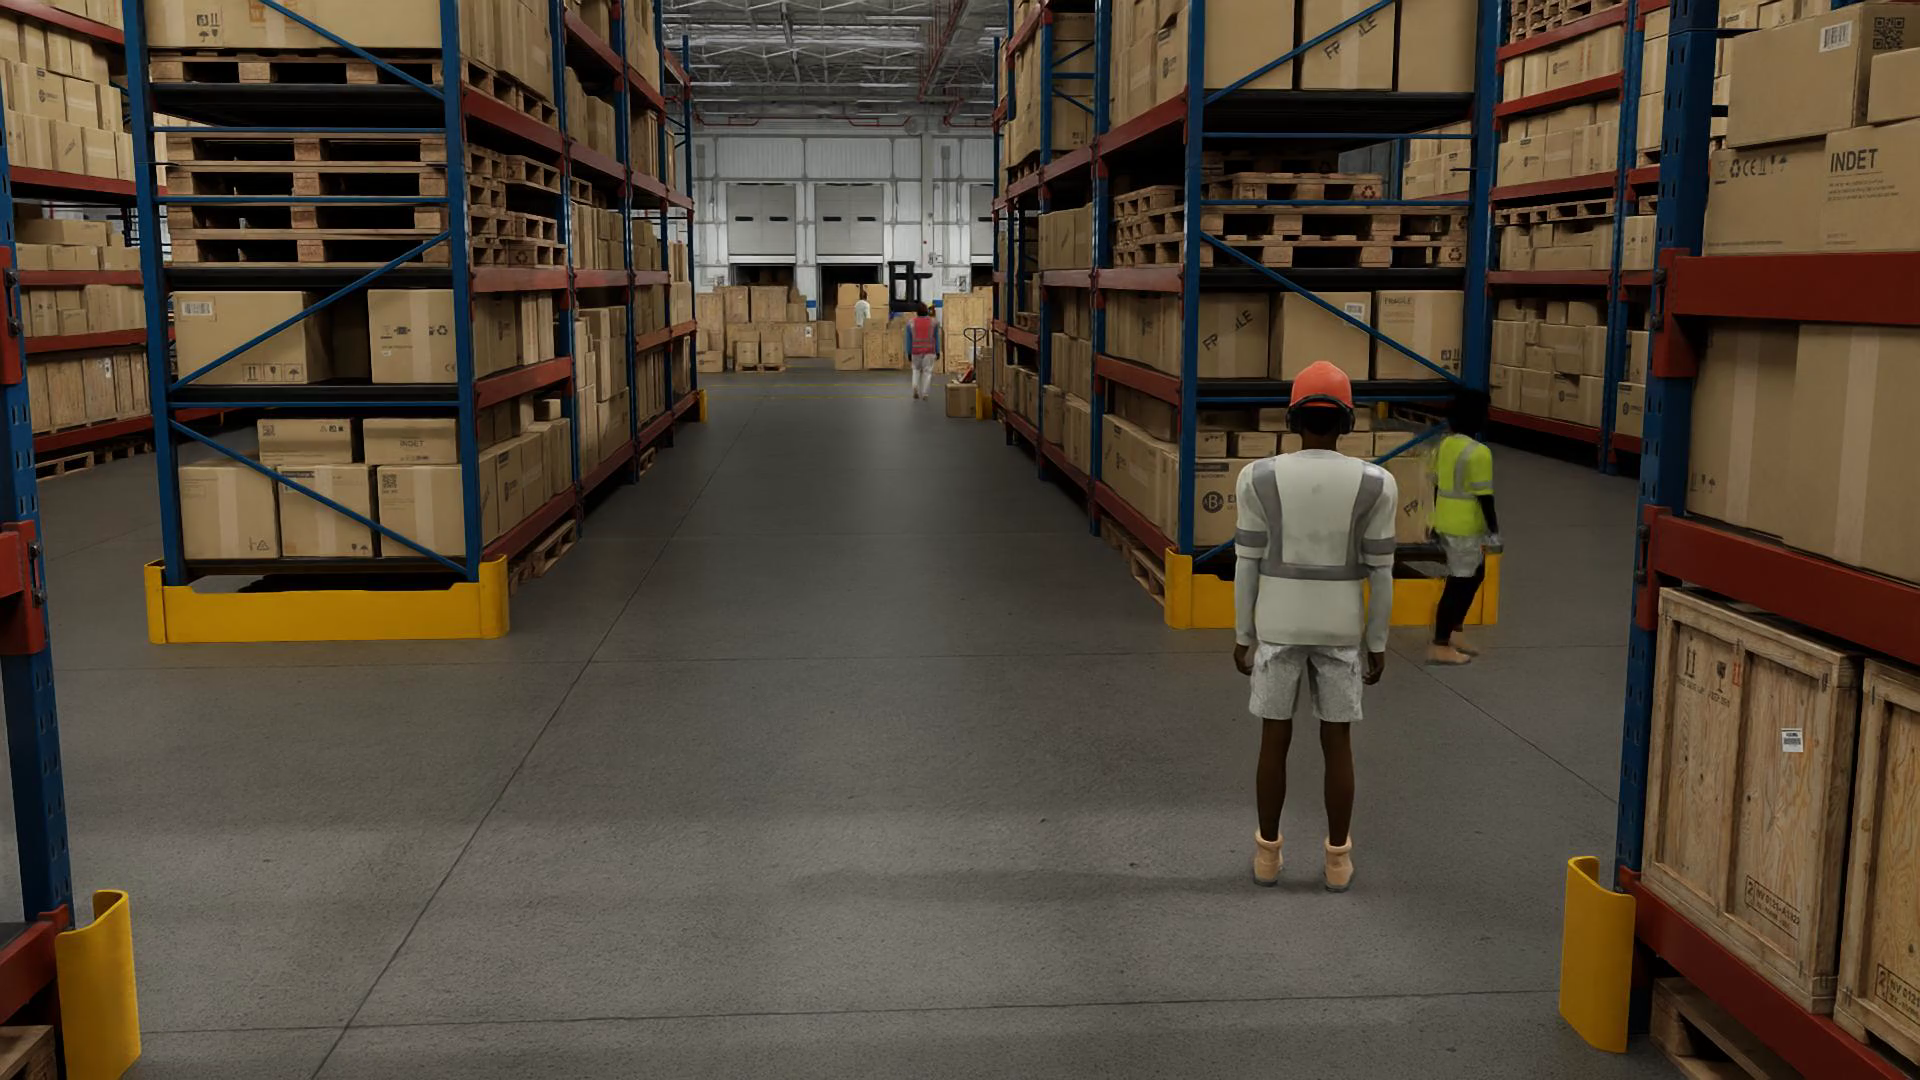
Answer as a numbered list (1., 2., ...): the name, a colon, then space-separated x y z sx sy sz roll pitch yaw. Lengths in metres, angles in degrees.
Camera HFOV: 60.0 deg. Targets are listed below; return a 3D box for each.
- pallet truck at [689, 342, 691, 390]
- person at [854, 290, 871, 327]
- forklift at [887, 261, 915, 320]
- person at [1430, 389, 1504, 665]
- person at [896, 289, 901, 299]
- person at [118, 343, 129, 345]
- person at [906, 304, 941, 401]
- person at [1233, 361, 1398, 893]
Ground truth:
1. pallet truck: -5.225 -3.008 27.480 1.885 1.965 0.823 2 9 14
2. person: -2.647 -5.870 45.639 0.357 1.937 0.637 -7 11 -37
3. forklift: -1.975 -7.949 55.744 1.129 2.768 1.873 7 11 37
4. person: 3.073 -0.067 9.995 0.501 1.673 0.545 -1 9 -7
5. person: -2.318 -7.829 57.975 0.636 1.931 0.377 3 10 20
6. person: -19.786 -4.910 39.287 1.027 2.000 0.696 -1 9 -7
7. person: -0.684 -3.556 31.516 0.633 1.811 0.840 1 9 3
8. person: 1.349 0.336 6.394 0.601 2.036 0.404 1 9 9
